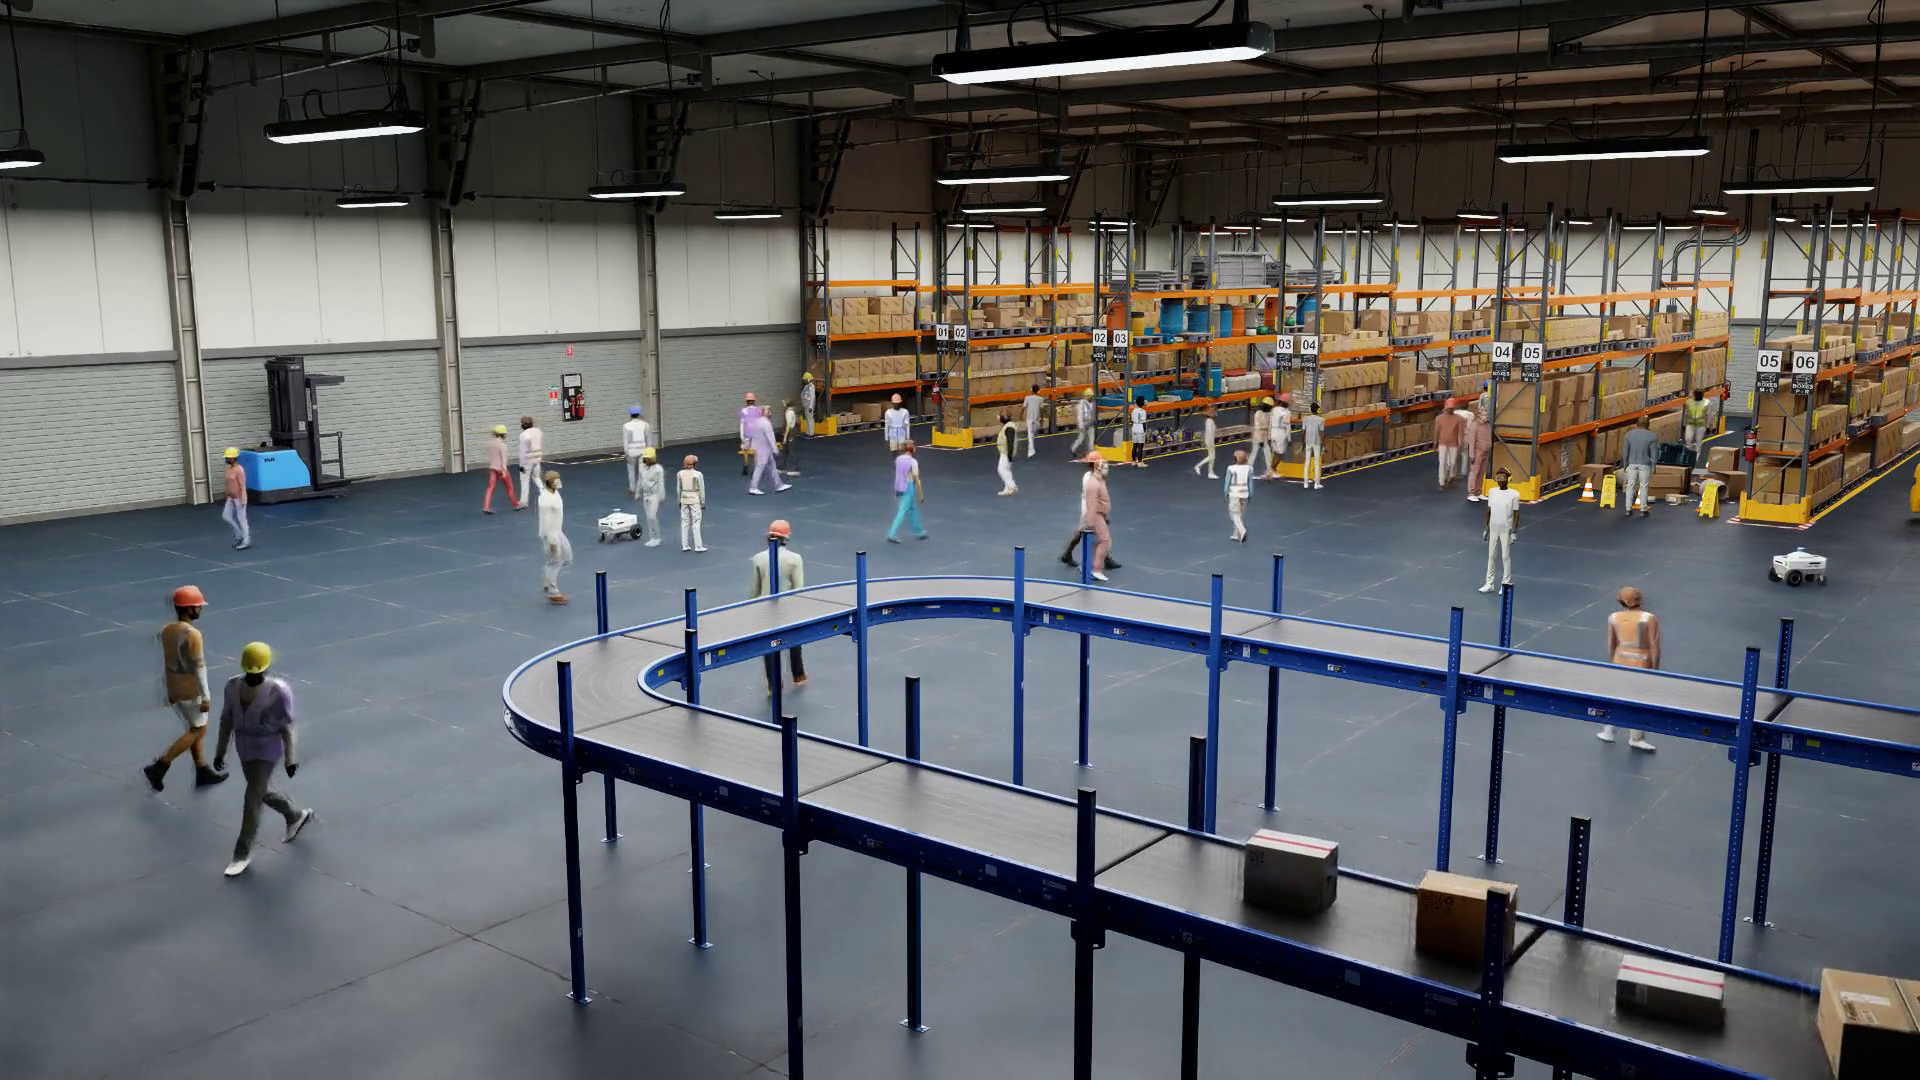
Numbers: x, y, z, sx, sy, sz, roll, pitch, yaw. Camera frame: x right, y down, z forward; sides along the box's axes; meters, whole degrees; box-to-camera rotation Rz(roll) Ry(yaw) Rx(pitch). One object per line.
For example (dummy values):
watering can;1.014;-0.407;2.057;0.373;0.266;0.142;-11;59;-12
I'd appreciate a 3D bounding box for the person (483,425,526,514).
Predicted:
person;-8.926;-1.378;30.378;0.536;1.714;0.908;7;13;36

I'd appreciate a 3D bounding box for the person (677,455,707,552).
person;-4.514;-0.612;26.304;0.522;1.636;0.310;4;11;22

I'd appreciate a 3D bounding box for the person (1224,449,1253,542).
person;4.866;-0.760;27.174;0.523;1.616;0.658;-3;11;-18

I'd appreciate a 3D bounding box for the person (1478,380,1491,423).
person;13.090;-3.016;38.954;0.388;1.947;0.615;1;10;8

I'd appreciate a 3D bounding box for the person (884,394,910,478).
person;-1.409;-2.314;35.078;0.580;1.917;0.607;0;10;-2

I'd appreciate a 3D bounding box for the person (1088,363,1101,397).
person;4.315;-5.068;50.507;0.617;1.944;0.624;-9;13;-41

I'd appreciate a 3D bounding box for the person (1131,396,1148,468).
person;4.272;-2.574;37.174;0.316;1.696;0.542;-5;11;-26

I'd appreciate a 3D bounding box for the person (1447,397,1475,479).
person;11.197;-2.271;35.039;0.585;1.858;0.835;8;13;36

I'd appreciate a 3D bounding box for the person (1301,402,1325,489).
person;7.609;-2.043;33.703;0.526;1.869;0.315;5;11;28

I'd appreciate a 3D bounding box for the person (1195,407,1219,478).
person;5.596;-2.196;35.232;0.452;1.619;0.507;3;11;18

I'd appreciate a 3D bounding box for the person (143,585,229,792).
person;-7.159;1.381;14.336;0.546;1.914;0.736;8;13;37

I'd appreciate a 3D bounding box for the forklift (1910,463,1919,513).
forklift;19.034;-1.348;28.998;2.313;2.155;1.214;8;13;37

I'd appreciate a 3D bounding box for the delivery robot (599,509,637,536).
delivery robot;-6.005;-0.300;27.448;0.477;0.478;0.707;6;11;28

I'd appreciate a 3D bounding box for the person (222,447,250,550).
person;-12.268;-0.705;26.484;0.559;1.747;0.412;7;12;34

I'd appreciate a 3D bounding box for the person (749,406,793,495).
person;-4.005;-1.886;32.856;0.998;1.860;0.661;-3;10;-15

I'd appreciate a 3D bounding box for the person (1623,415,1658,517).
person;13.064;-1.431;30.068;0.631;1.936;0.362;9;13;40

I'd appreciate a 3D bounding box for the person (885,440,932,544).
person;-0.910;-0.846;27.185;0.983;1.799;0.588;-6;12;-32

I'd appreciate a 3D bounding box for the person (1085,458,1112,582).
person;2.144;-0.309;23.903;0.566;1.884;0.675;1;10;7

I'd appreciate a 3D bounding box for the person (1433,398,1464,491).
person;10.493;-2.079;33.609;0.632;1.981;0.705;4;11;20

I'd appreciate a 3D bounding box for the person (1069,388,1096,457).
person;3.052;-2.867;38.535;0.604;1.805;0.784;-8;13;-40

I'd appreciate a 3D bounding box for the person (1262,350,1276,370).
person;10.479;-5.461;52.820;0.656;1.914;0.744;5;11;27

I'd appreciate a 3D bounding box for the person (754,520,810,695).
person;-1.996;0.733;17.791;0.654;1.964;0.837;3;11;18

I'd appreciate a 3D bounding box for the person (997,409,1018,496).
person;0.969;-1.813;32.568;0.444;1.816;0.626;0;10;-1

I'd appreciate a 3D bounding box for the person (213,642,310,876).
person;-5.655;1.689;12.692;0.673;1.868;0.920;4;11;19

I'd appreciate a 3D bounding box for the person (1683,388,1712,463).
person;17.818;-2.760;37.884;0.653;1.811;0.806;7;12;35

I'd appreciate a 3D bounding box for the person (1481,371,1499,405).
person;14.088;-3.481;41.357;0.610;2.031;0.636;8;13;37

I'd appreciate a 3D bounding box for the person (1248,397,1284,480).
person;6.798;-2.254;34.890;0.608;1.858;0.992;-9;14;-42

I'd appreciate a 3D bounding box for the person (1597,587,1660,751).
person;6.772;1.287;15.699;0.327;1.610;0.617;-8;13;-37

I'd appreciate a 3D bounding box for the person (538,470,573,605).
person;-5.756;-0.035;22.237;0.436;1.927;0.662;0;10;0

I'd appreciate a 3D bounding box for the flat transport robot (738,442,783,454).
flat transport robot;-5.071;-2.362;40.113;0.652;0.197;1.431;3;11;19

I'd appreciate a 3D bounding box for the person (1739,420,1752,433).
person;22.724;-3.943;44.355;0.984;1.883;0.565;7;12;33

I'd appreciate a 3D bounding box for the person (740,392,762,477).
person;-4.741;-2.390;35.535;0.549;1.911;0.620;-3;11;-18

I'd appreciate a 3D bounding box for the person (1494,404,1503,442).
person;12.449;-2.456;35.889;0.590;1.920;0.399;7;12;36

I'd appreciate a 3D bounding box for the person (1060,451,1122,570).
person;2.062;-0.483;24.867;0.996;1.898;0.554;4;11;24

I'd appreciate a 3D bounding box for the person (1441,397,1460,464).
person;11.822;-2.642;37.762;0.514;1.614;0.419;8;13;37

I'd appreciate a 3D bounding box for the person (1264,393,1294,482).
person;7.002;-2.274;34.668;0.692;1.995;0.649;-5;11;-25

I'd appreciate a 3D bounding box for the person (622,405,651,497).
person;-6.653;-1.832;32.368;0.626;1.927;0.818;-7;12;-34

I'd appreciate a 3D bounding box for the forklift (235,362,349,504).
forklift;-13.803;-2.244;32.110;1.129;2.768;1.873;8;13;37

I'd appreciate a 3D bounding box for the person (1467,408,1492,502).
person;10.627;-1.744;31.914;0.653;1.906;0.405;-8;13;-39

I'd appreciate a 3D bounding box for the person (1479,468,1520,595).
person;7.931;-0.136;22.968;0.514;1.872;0.328;9;14;42

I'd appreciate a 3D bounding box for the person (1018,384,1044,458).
person;1.810;-2.993;39.216;0.633;1.812;0.944;-2;10;-9

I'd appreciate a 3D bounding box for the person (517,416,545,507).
person;-8.547;-1.563;31.120;0.646;1.825;0.656;6;12;29

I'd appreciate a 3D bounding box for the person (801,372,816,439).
person;-4.196;-3.716;43.229;0.404;1.829;0.600;-3;11;-19

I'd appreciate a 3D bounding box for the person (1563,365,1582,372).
person;19.648;-5.015;50.068;0.535;2.000;0.685;-3;11;-17

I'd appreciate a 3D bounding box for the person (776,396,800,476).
person;-4.009;-2.360;35.610;0.762;1.820;0.542;-1;10;-8

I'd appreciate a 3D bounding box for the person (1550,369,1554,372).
person;19.595;-5.284;52.048;0.591;1.833;0.403;-5;11;-26

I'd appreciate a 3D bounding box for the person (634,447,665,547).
person;-5.301;-0.732;26.748;0.510;1.720;0.483;6;12;32

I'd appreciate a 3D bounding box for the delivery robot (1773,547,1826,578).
delivery robot;12.751;0.357;23.750;0.707;0.478;0.477;-1;10;-8
